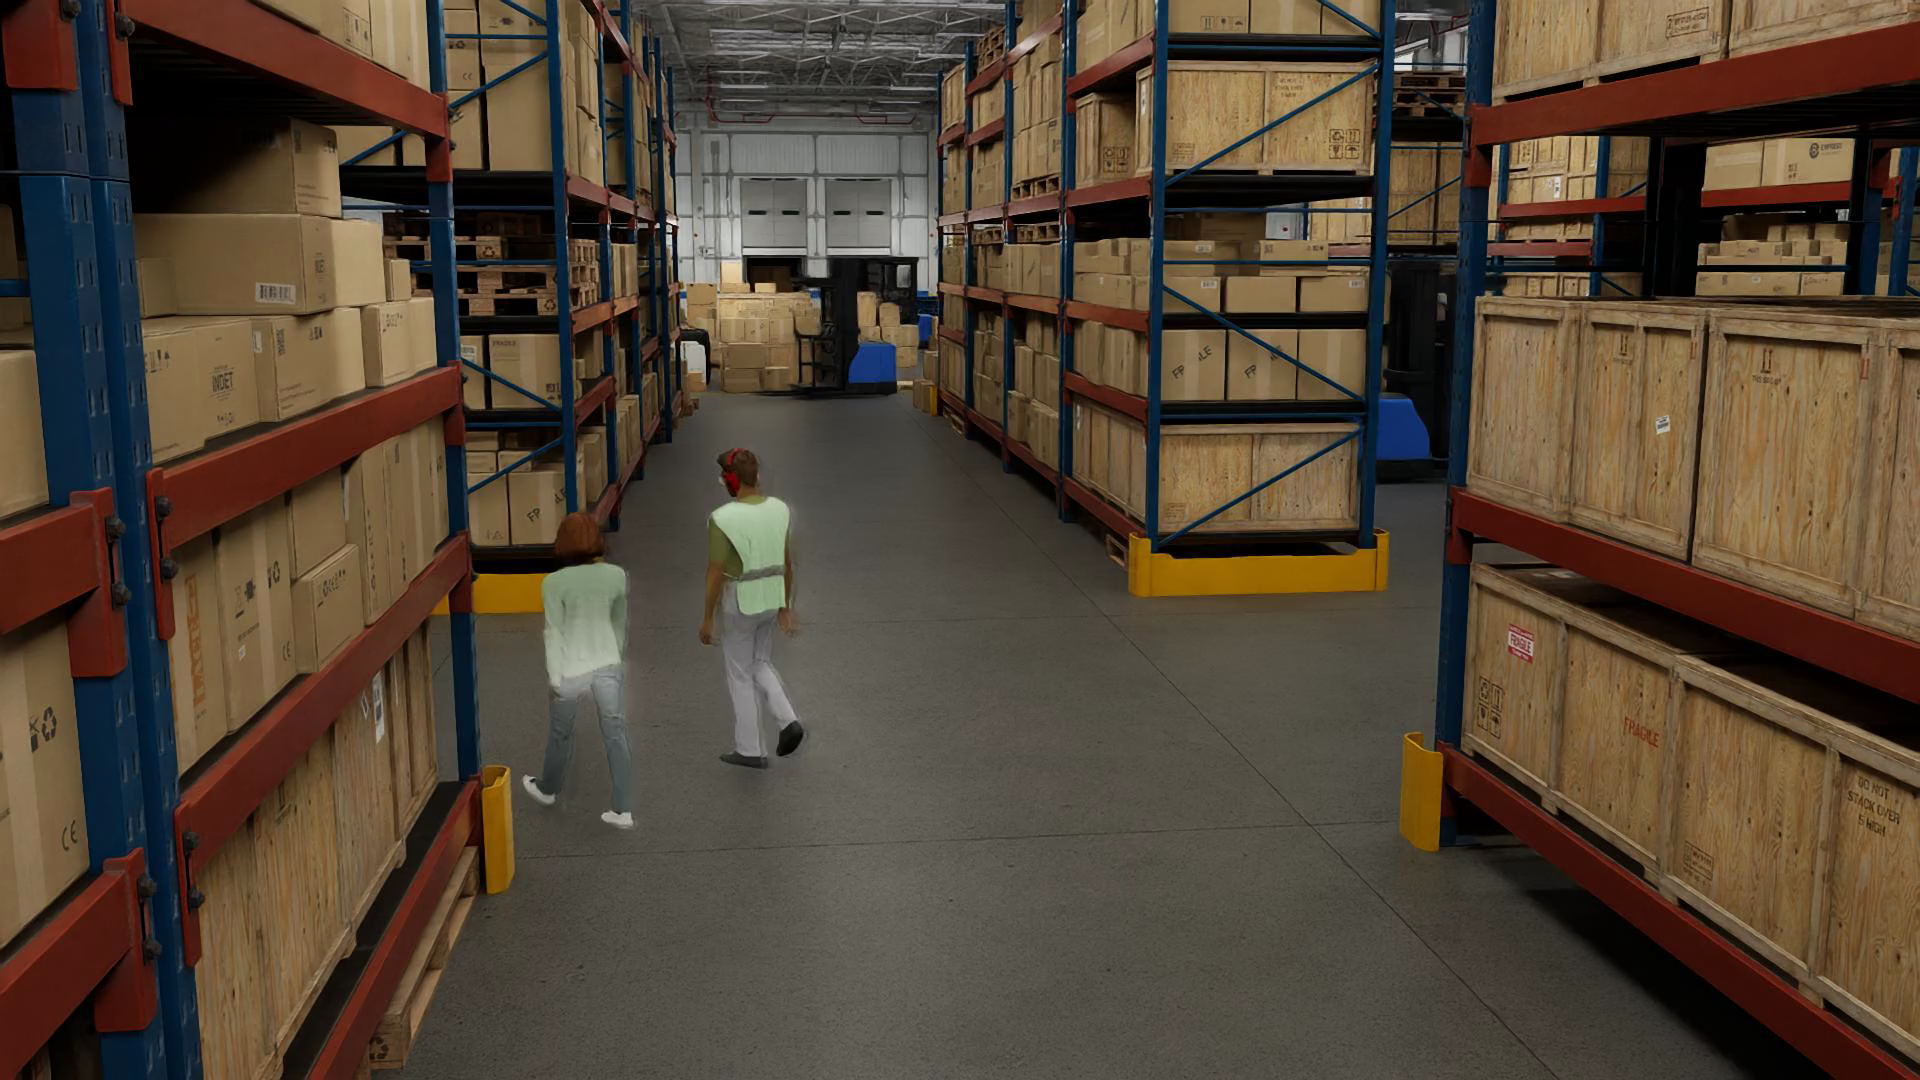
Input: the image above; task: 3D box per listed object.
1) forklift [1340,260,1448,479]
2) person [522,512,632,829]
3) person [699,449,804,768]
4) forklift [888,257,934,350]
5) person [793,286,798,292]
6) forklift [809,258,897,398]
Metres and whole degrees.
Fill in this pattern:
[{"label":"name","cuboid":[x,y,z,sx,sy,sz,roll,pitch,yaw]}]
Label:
[{"label":"forklift","cuboid":[5.753,-2.195,21.346,1.873,2.768,1.129,-1,10,-7]},{"label":"person","cuboid":[-1.954,0.648,8.519,0.514,1.596,0.807,-9,13,-41]},{"label":"person","cuboid":[-1.173,0.397,9.337,0.458,1.820,0.560,7,12,36]},{"label":"forklift","cuboid":[-1.675,-7.028,49.481,1.129,2.768,1.873,7,12,34]},{"label":"person","cuboid":[-6.367,-9.202,65.672,0.771,1.664,0.533,7,12,33]},{"label":"forklift","cuboid":[-2.307,-4.330,33.776,1.873,2.768,1.129,-4,10,-20]}]
